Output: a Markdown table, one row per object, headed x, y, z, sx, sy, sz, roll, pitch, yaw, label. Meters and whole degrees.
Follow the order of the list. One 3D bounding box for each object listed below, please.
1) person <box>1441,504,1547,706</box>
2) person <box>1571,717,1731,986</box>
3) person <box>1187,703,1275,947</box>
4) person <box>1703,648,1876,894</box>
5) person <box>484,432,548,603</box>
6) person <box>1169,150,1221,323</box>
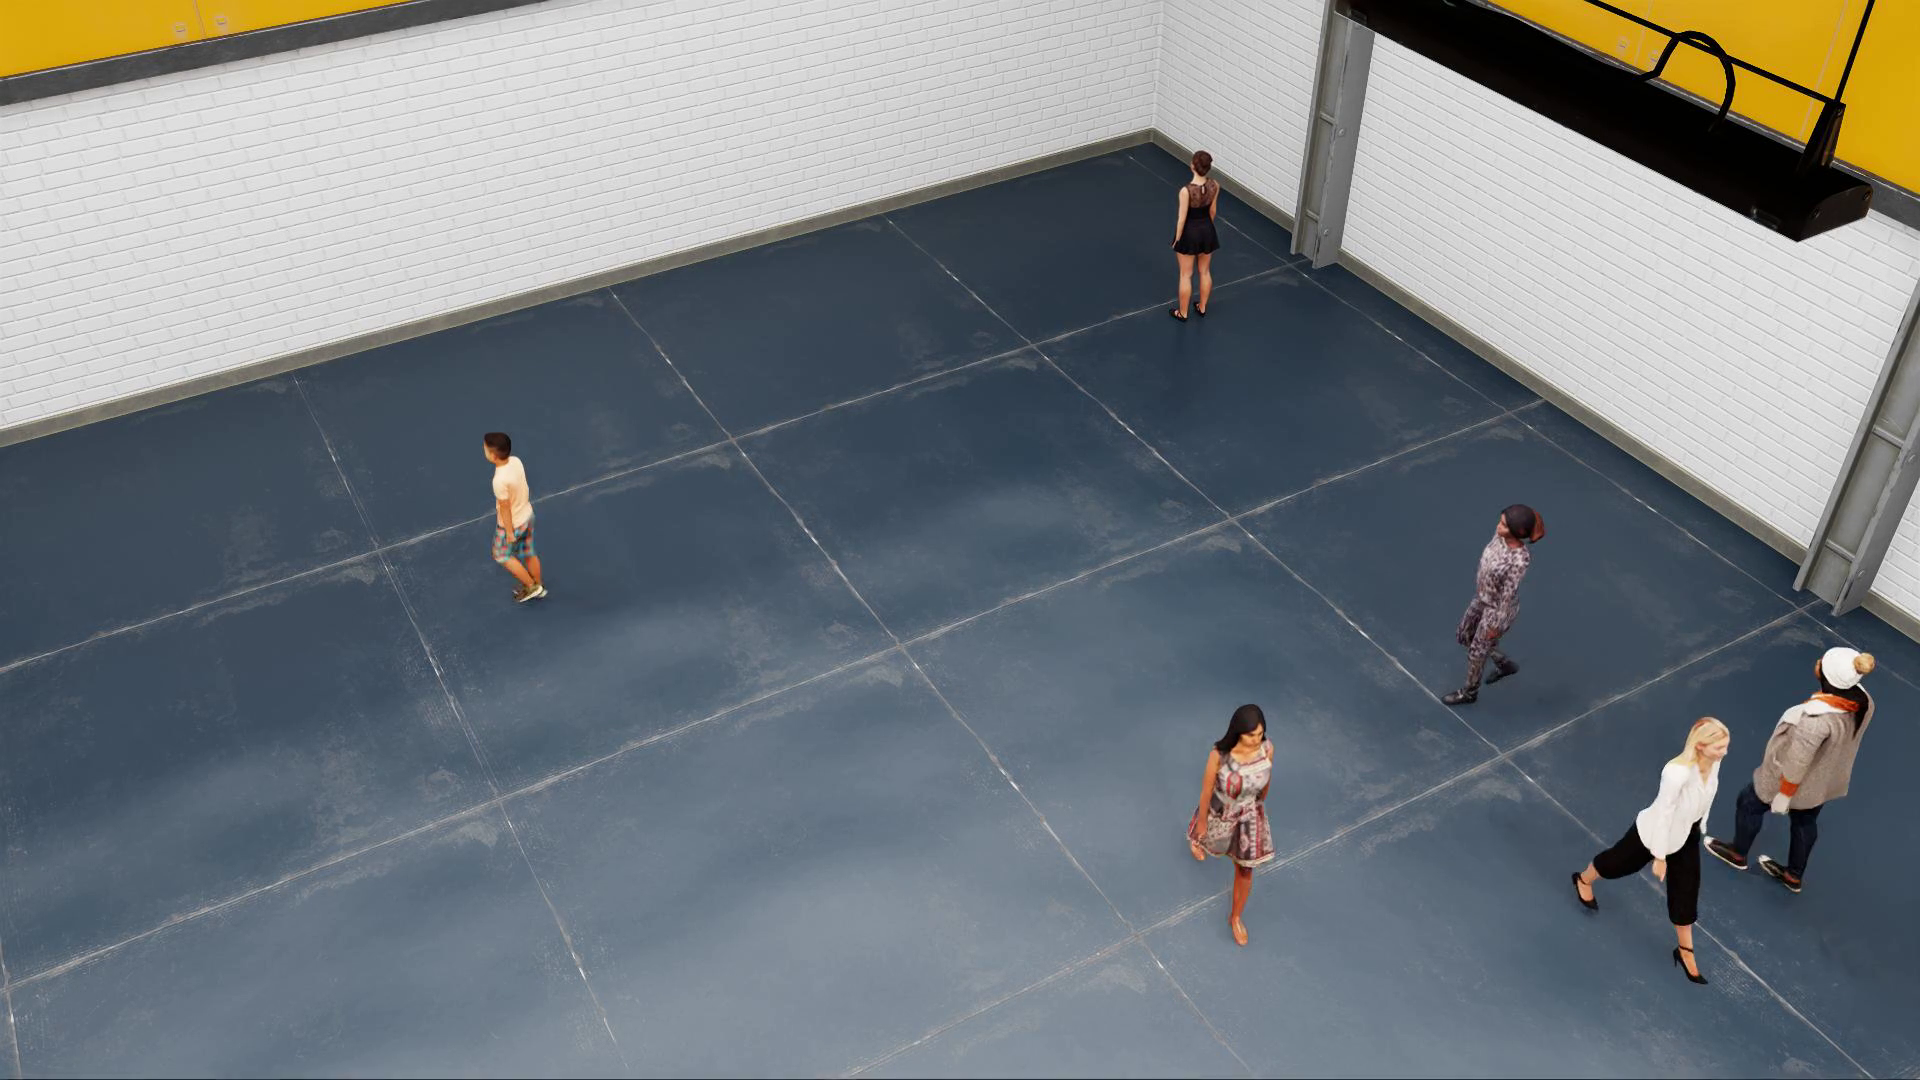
| x | y | z | sx | sy | sz | roll | pitch | yaw | label |
| --- | --- | --- | --- | --- | --- | --- | --- | --- | --- |
| 3.641 | 0.464 | 11.091 | 0.793 | 1.704 | 0.796 | -4 | 39 | -5 | person |
| 3.946 | 1.660 | 9.516 | 0.669 | 1.801 | 1.183 | -22 | 43 | -25 | person |
| 1.570 | 1.549 | 9.805 | 0.860 | 1.613 | 1.176 | -7 | 39 | -8 | person |
| 5.055 | 1.404 | 9.780 | 0.714 | 1.871 | 0.779 | -19 | 42 | -22 | person |
| -3.156 | -0.146 | 12.056 | 0.717 | 1.453 | 0.650 | 5 | 39 | 7 | person |
| 2.146 | -2.776 | 15.172 | 0.593 | 1.673 | 0.584 | -15 | 41 | -18 | person |
